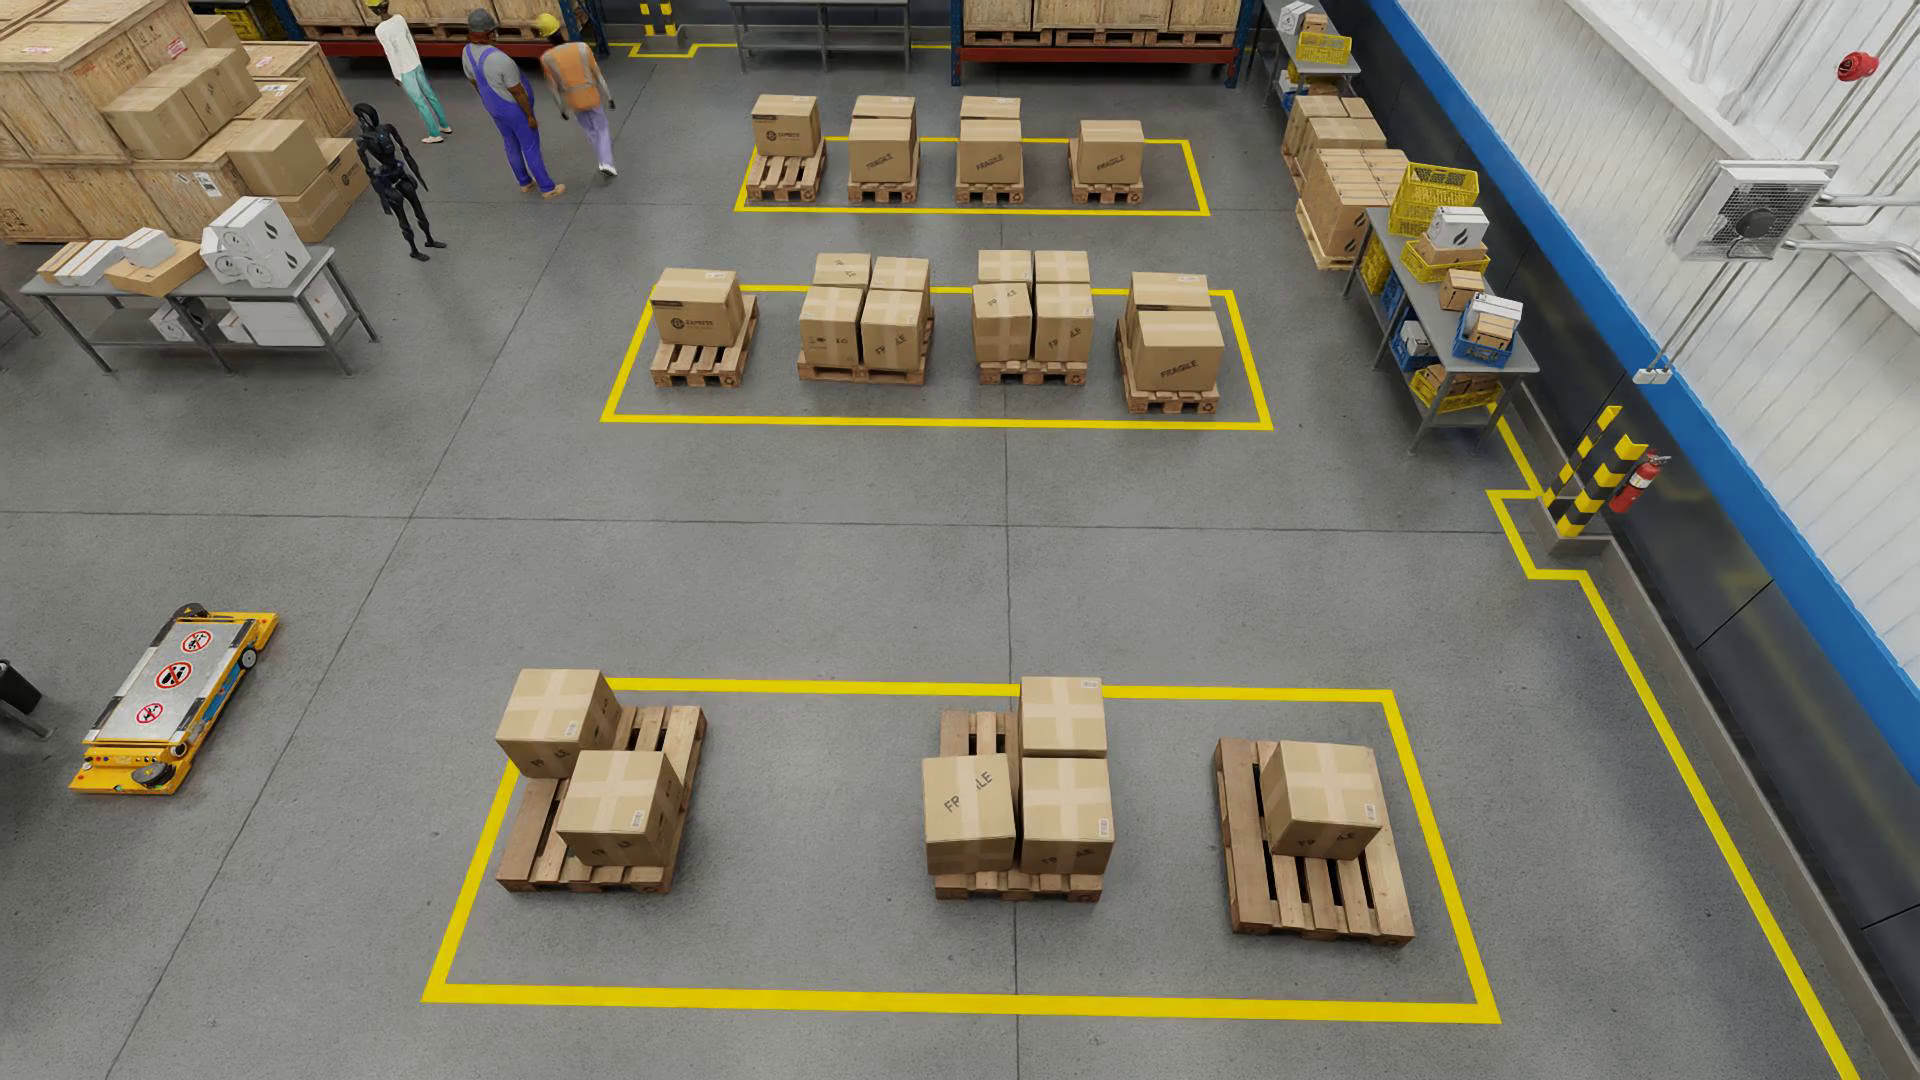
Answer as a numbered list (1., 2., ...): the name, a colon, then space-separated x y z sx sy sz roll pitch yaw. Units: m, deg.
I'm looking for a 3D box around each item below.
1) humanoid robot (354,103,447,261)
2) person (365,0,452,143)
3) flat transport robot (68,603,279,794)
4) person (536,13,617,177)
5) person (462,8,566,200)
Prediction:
1. humanoid robot: -5.911 -3.736 9.604 0.332 1.651 0.578 16 52 13
2. person: -6.837 -5.827 11.315 0.318 1.767 0.533 7 50 6
3. flat transport robot: -5.504 1.072 6.442 0.652 0.197 1.431 1 50 1
4. person: -4.366 -5.084 10.612 0.650 1.882 0.573 -18 52 -15
5. person: -5.052 -4.905 10.358 0.687 2.000 0.536 21 53 17
